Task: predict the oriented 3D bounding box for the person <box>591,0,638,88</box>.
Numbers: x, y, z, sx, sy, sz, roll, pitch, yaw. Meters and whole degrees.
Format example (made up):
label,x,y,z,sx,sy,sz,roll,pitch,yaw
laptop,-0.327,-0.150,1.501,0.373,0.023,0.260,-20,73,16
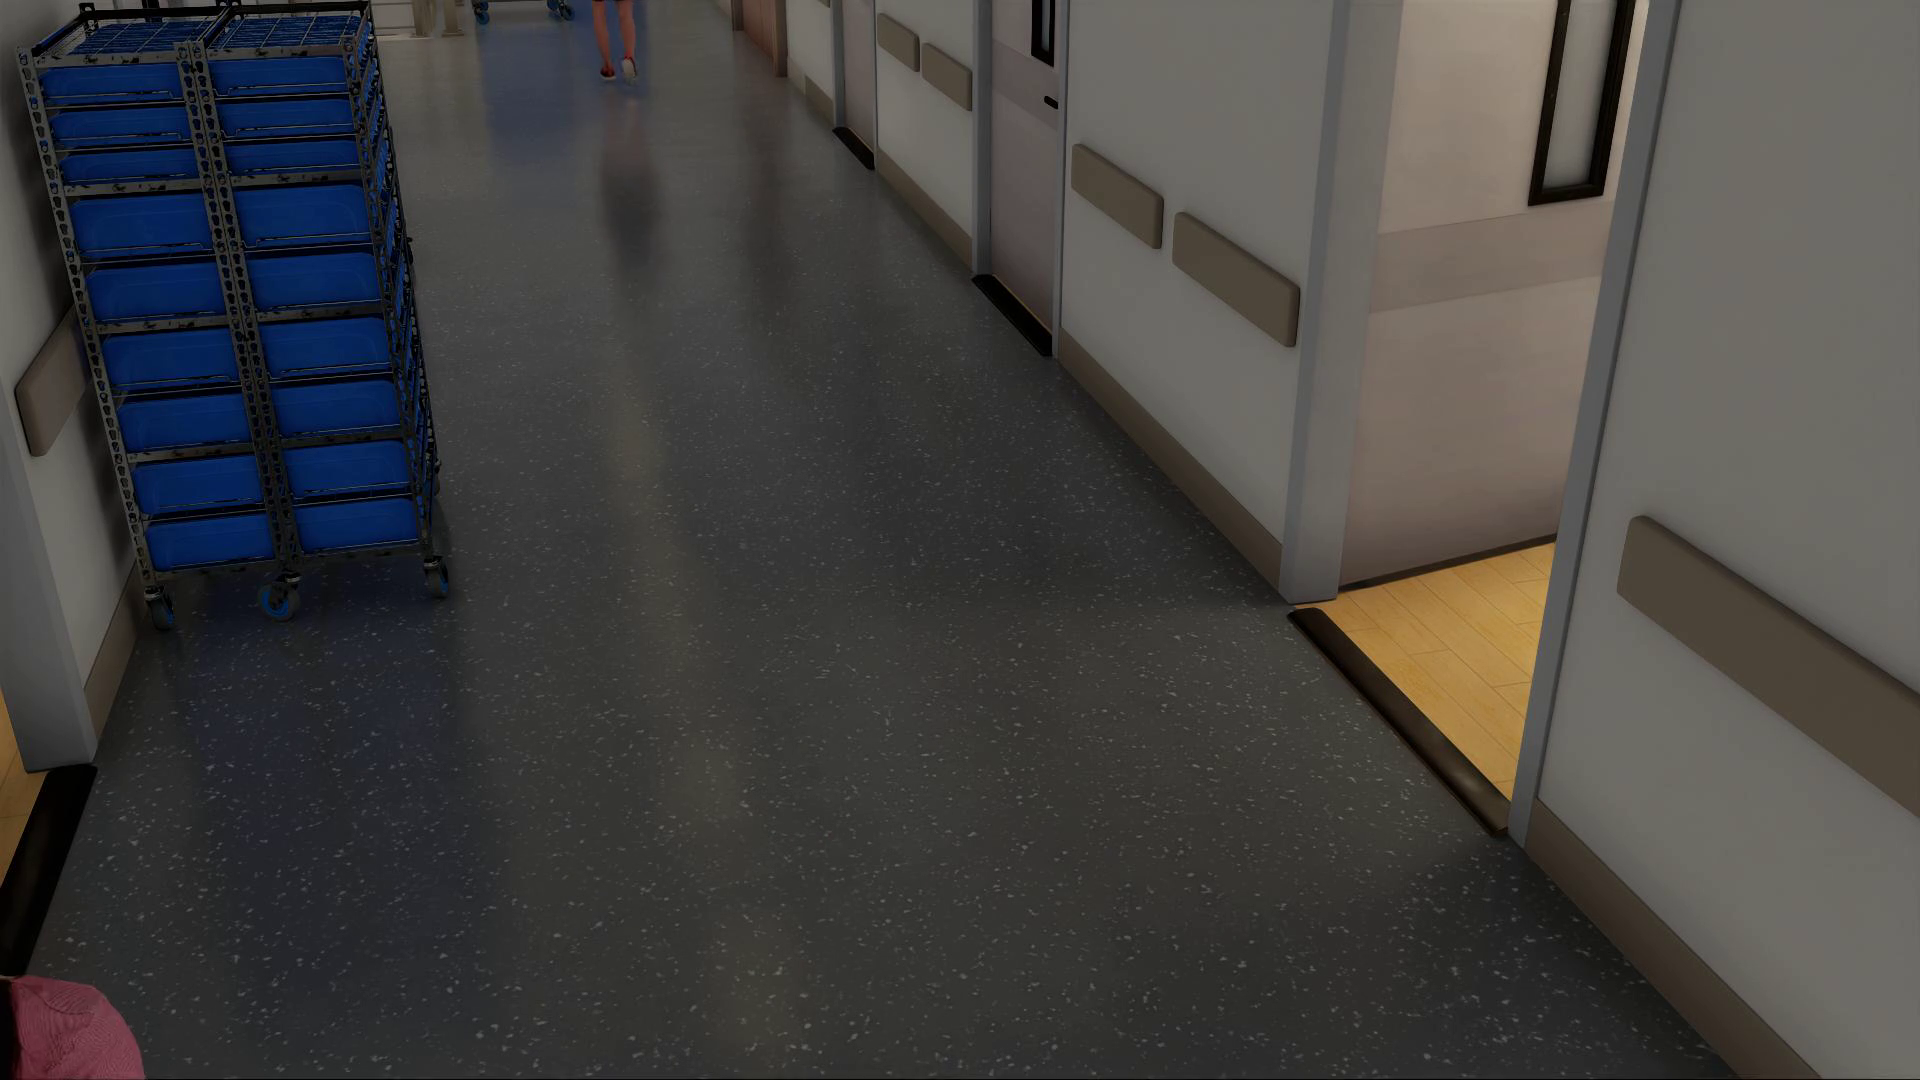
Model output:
label,x,y,z,sx,sy,sz,roll,pitch,yaw
person,-2.660,-4.355,12.599,0.655,1.827,1.062,-7,27,-14
